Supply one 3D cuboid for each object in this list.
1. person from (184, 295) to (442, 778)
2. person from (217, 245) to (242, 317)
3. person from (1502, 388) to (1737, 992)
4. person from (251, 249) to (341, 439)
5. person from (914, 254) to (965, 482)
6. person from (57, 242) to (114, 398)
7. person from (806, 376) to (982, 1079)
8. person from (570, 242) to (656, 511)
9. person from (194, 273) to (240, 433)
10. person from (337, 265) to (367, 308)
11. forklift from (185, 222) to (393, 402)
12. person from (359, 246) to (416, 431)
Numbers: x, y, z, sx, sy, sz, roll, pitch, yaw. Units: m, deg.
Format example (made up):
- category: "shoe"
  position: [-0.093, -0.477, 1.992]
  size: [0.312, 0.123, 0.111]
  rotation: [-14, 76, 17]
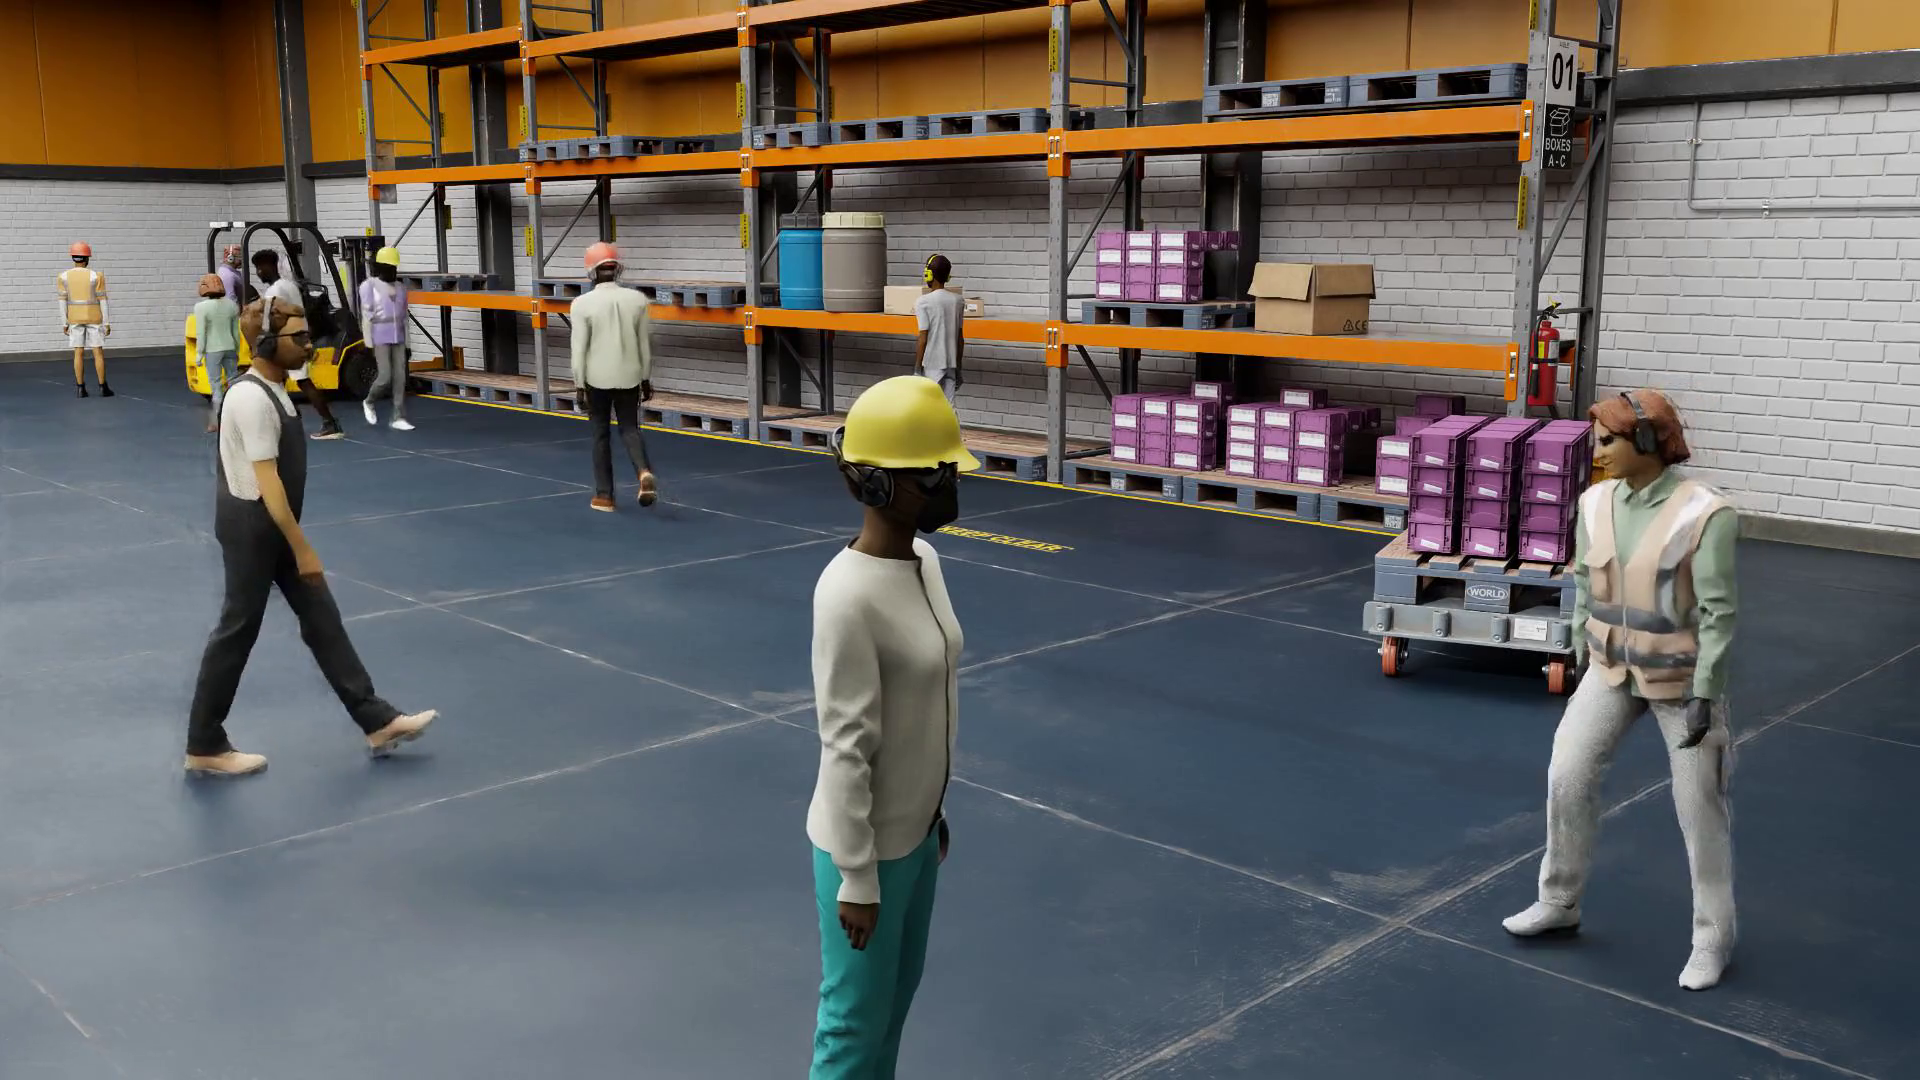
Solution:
- category: "person"
  position: [-2.495, 0.002, 6.190]
  size: [0.945, 1.792, 0.520]
  rotation: [-2, 11, -8]
- category: "person"
  position: [-9.128, -2.756, 20.965]
  size: [0.404, 1.900, 0.641]
  rotation: [-5, 12, -26]
- category: "person"
  position: [1.851, 0.397, 4.547]
  size: [0.484, 1.615, 0.570]
  rotation: [-6, 12, -31]
- category: "person"
  position: [-6.665, -1.923, 16.457]
  size: [1.015, 1.890, 0.659]
  rotation: [-1, 10, -7]
- category: "person"
  position: [-0.185, -1.387, 13.574]
  size: [0.521, 1.871, 0.325]
  rotation: [-9, 14, -41]
- category: "person"
  position: [-10.929, -2.746, 20.801]
  size: [0.553, 1.935, 0.361]
  rotation: [-3, 11, -15]
- category: "person"
  position: [-0.117, 0.567, 3.201]
  size: [0.328, 1.767, 0.532]
  rotation: [3, 11, 15]
- category: "person"
  position: [-2.513, -1.170, 12.096]
  size: [0.629, 1.978, 0.619]
  rotation: [-7, 12, -33]
- category: "person"
  position: [-7.618, -1.913, 17.083]
  size: [0.280, 1.634, 0.498]
  rotation: [6, 12, 30]
- category: "person"
  position: [-8.702, -3.298, 24.093]
  size: [0.621, 1.837, 0.429]
  rotation: [5, 11, 24]
- category: "forklift"
  position: [-8.169, -2.758, 20.163]
  size: [2.313, 2.155, 1.214]
  rotation: [-10, 14, -44]
- category: "person"
  position: [-5.955, -2.084, 17.250]
  size: [0.530, 1.907, 0.593]
  rotation: [7, 12, 32]
